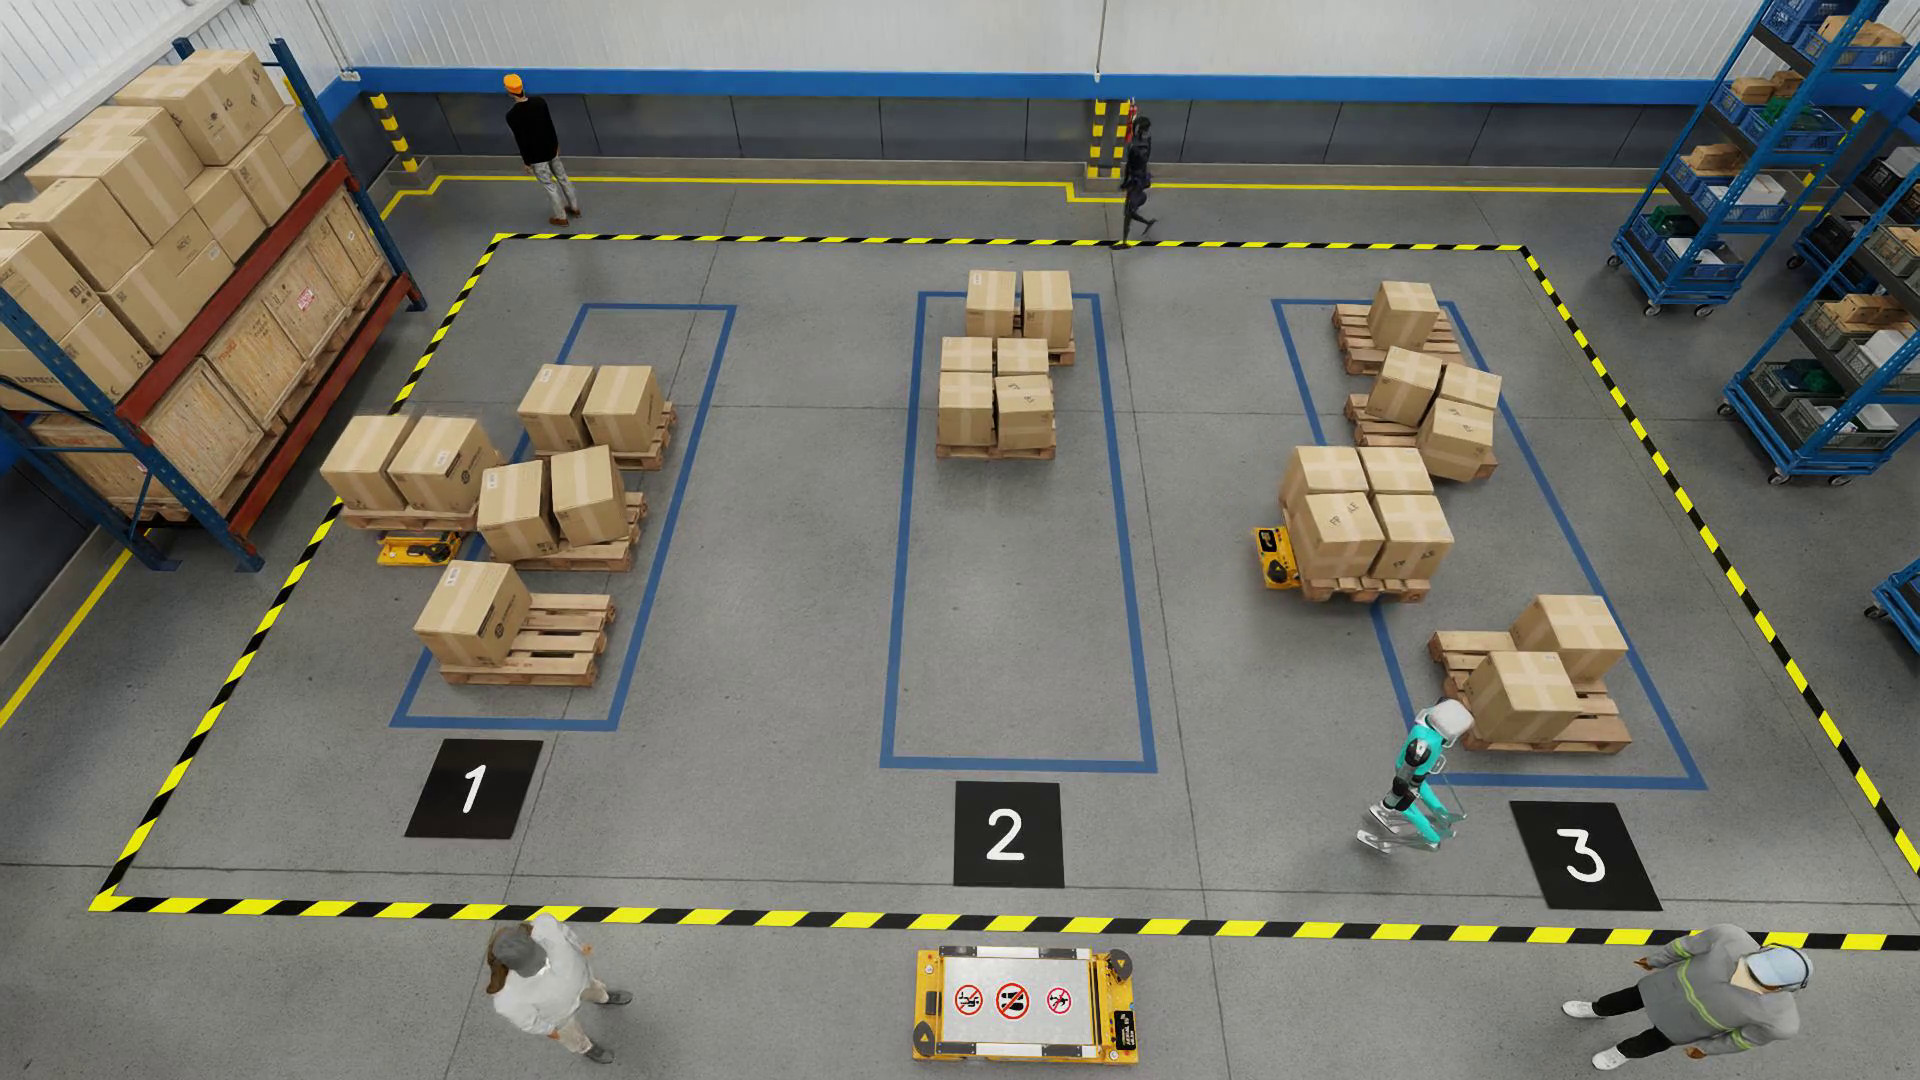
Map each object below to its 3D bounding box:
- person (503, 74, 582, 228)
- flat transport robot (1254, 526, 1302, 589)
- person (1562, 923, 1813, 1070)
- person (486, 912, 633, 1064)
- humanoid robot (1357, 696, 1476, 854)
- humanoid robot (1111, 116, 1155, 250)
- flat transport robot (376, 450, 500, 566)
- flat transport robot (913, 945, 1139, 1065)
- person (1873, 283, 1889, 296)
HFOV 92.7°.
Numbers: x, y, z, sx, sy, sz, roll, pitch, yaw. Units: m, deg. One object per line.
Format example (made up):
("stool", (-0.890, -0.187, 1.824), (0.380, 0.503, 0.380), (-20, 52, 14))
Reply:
("person", (-5.194, -4.794, 11.357), (0.394, 1.877, 0.586), (24, 55, 19))
("flat transport robot", (3.473, 0.135, 8.358), (1.431, 0.197, 0.652), (1, 51, 1))
("person", (4.186, 2.667, 5.290), (0.370, 1.852, 0.588), (-7, 51, -6))
("person", (-2.358, 2.625, 5.379), (0.399, 1.765, 0.563), (7, 51, 6))
("humanoid robot", (3.143, 1.684, 6.081), (0.735, 1.673, 0.533), (35, 59, 25))
("humanoid robot", (2.201, -4.283, 11.076), (0.577, 1.641, 0.608), (-7, 51, -5))
("flat transport robot", (-4.981, -0.369, 8.768), (0.652, 0.197, 1.431), (1, 51, 1))
("flat transport robot", (0.422, 3.041, 6.007), (1.431, 0.231, 0.659), (1, 51, 1))
("person", (10.319, -2.999, 9.854), (0.629, 1.939, 0.373), (2, 51, 2))
